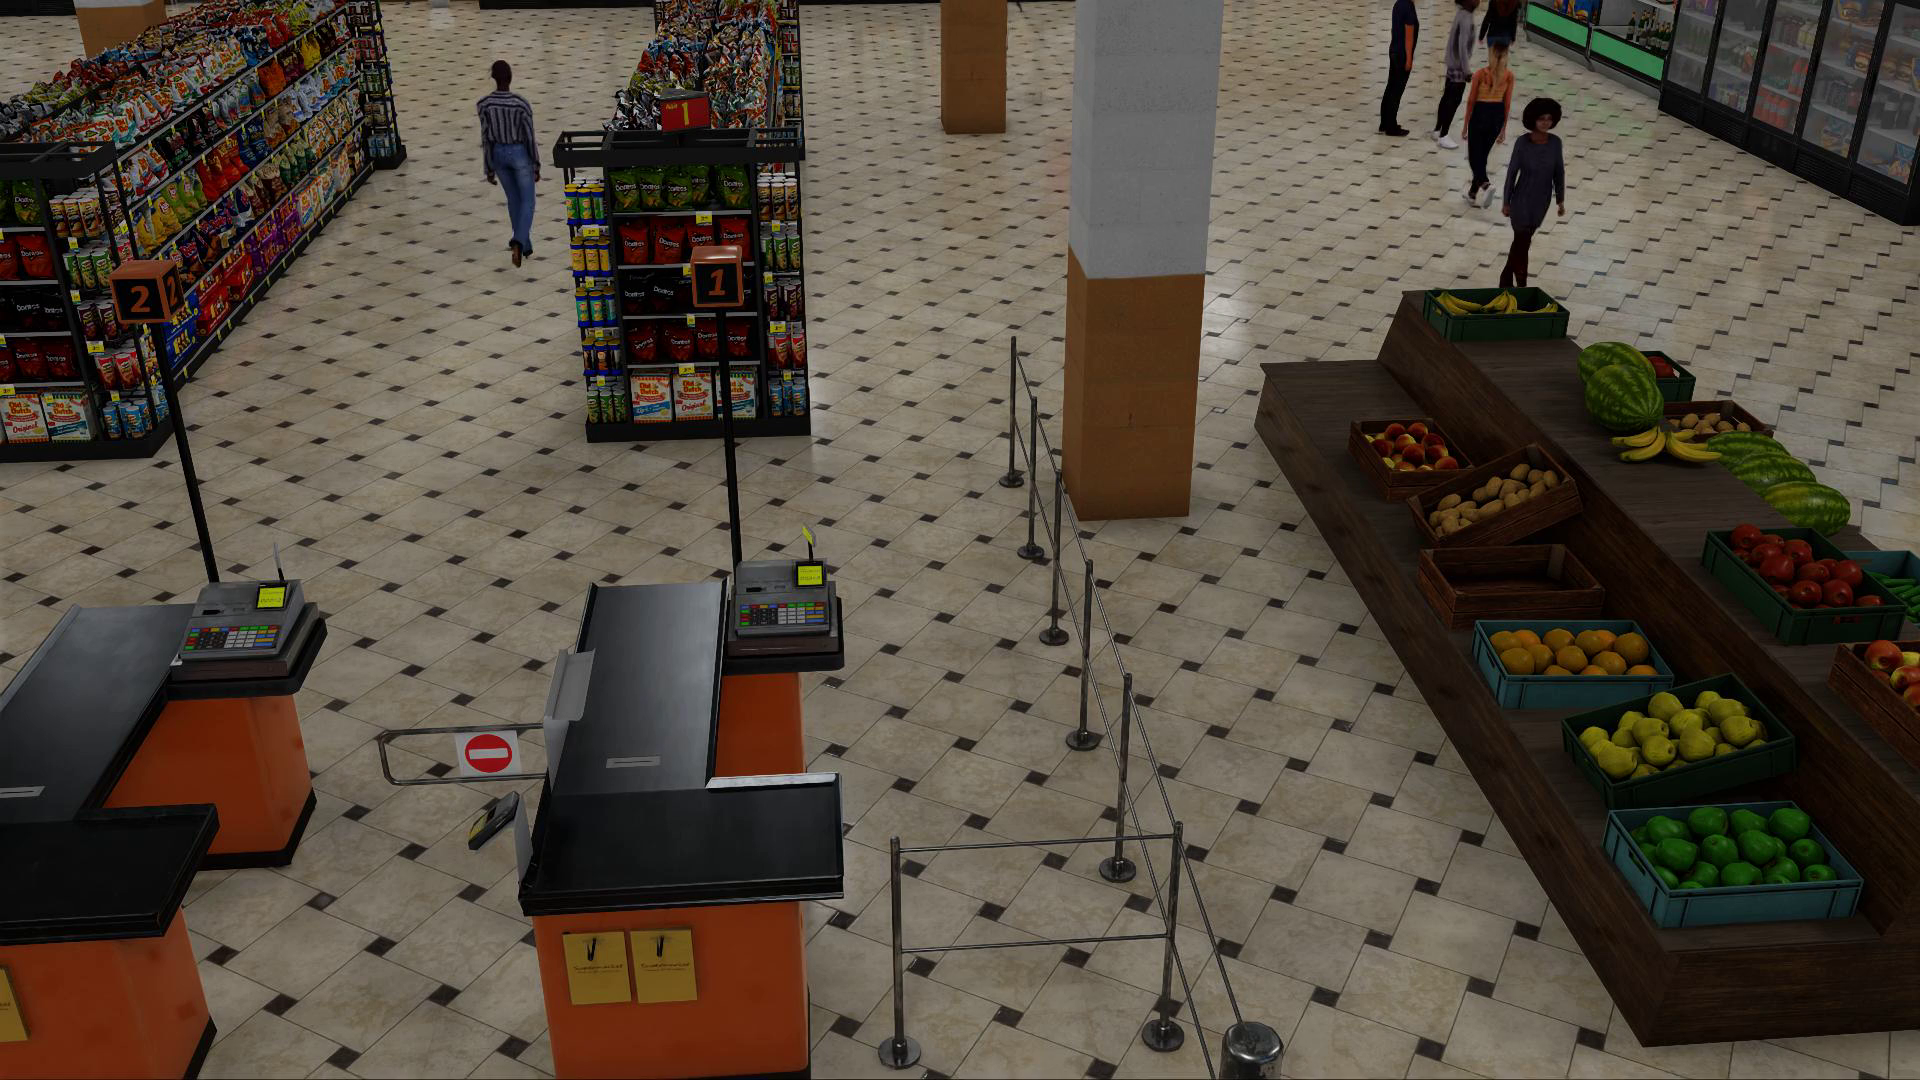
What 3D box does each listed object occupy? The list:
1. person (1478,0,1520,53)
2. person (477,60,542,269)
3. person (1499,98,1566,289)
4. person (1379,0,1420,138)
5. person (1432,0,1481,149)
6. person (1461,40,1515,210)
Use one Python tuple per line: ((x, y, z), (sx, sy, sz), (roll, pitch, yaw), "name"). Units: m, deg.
((6.780, -6.301, 20.847), (0.606, 1.459, 0.826), (-3, 27, -7), "person")
((-3.887, -3.207, 14.398), (0.707, 1.773, 1.072), (0, 27, 0), "person")
((4.636, -2.768, 13.642), (0.644, 1.674, 1.058), (-5, 27, -9), "person")
((5.032, -5.548, 18.996), (0.706, 1.790, 0.444), (-3, 27, -5), "person")
((5.495, -5.296, 18.538), (0.934, 1.755, 0.621), (0, 27, 0), "person")
((5.117, -3.993, 16.128), (0.584, 1.611, 0.993), (-1, 27, -2), "person")
